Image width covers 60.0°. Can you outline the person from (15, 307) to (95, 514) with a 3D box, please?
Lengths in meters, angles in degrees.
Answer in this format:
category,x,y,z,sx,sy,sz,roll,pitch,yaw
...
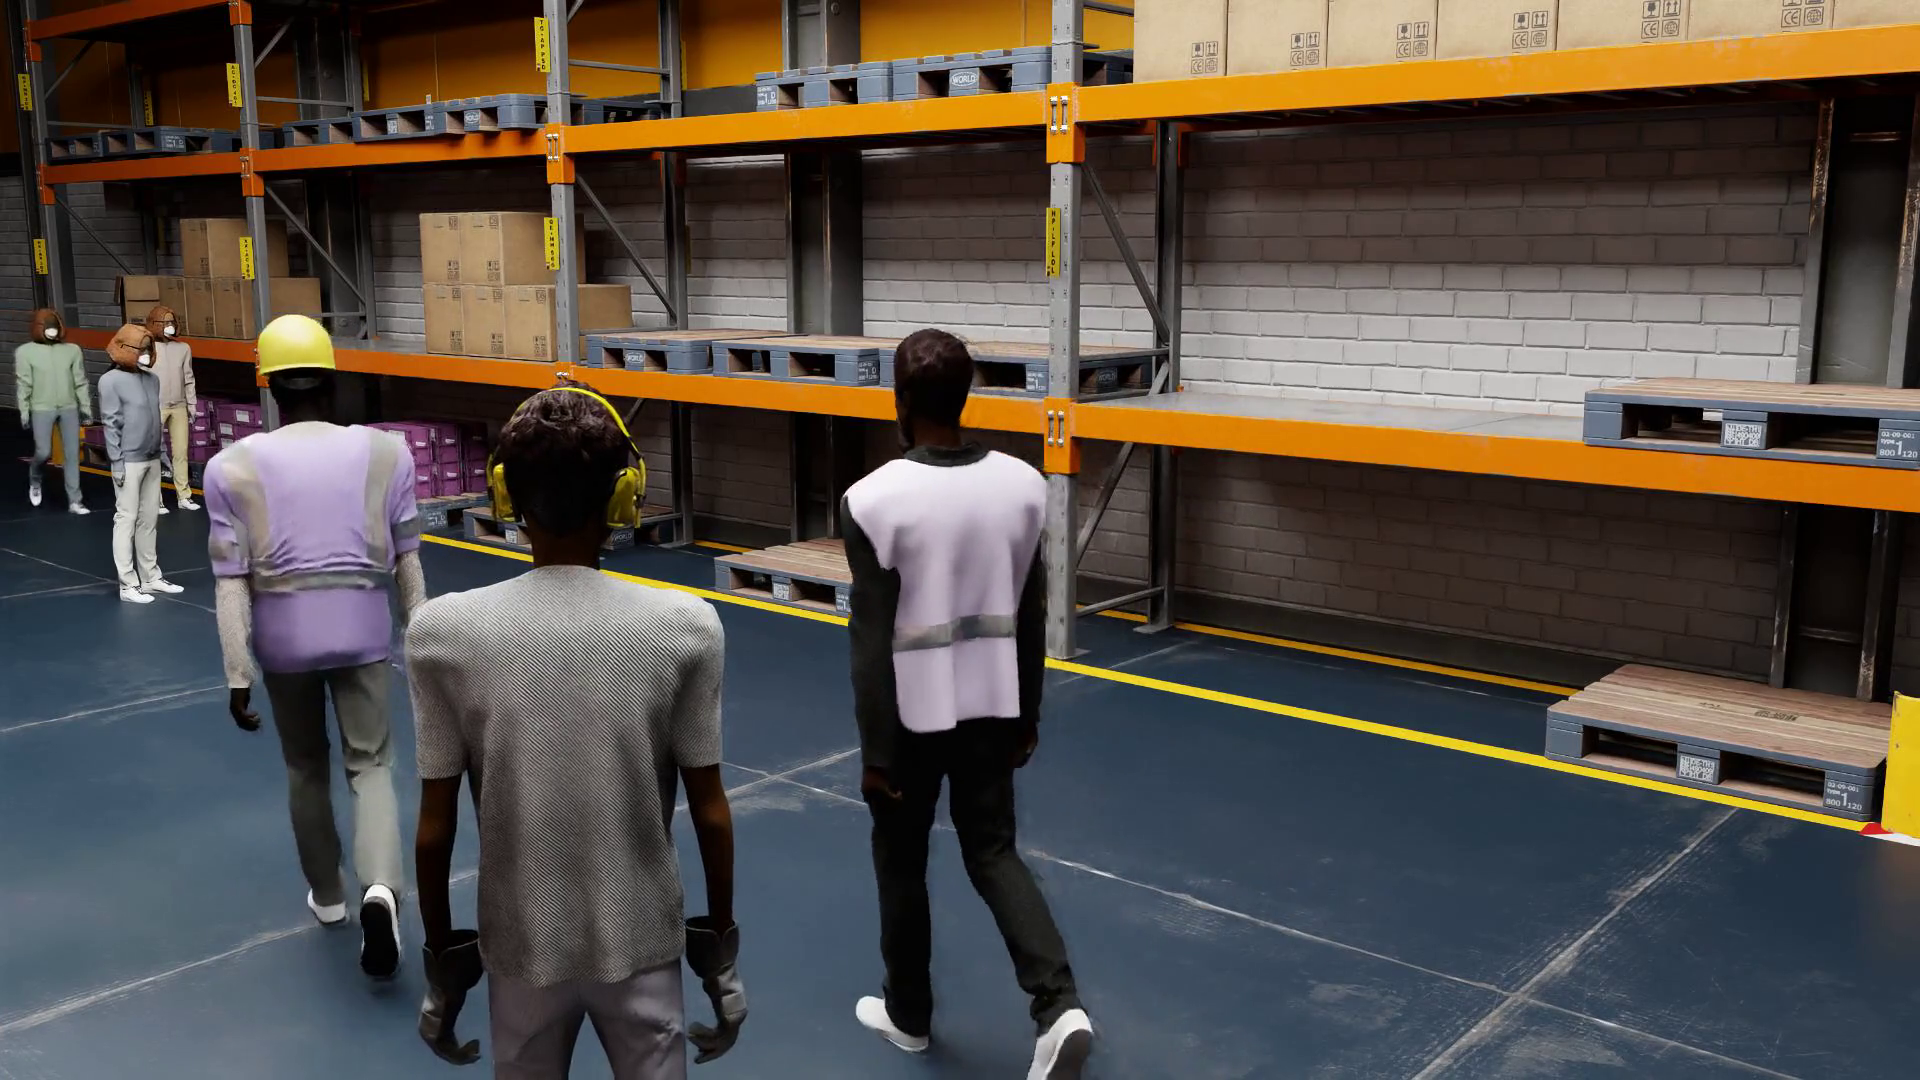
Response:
category,x,y,z,sx,sy,sz,roll,pitch,yaw
person,-7.094,-1.009,13.021,0.571,1.620,0.521,9,13,40

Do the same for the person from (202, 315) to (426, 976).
category,x,y,z,sx,sy,sz,roll,pitch,yaw
person,-1.837,0.296,4.819,0.591,1.887,0.841,-5,11,-24

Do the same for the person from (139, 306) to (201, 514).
category,x,y,z,sx,sy,sz,roll,pitch,yaw
person,-6.236,-1.021,13.078,0.277,1.629,0.496,7,12,34

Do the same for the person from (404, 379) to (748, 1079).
category,x,y,z,sx,sy,sz,roll,pitch,yaw
person,-0.612,0.680,2.696,0.523,1.870,0.317,-1,10,-7

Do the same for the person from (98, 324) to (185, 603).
category,x,y,z,sx,sy,sz,roll,pitch,yaw
person,-4.850,-0.455,9.833,0.283,1.633,0.498,1,10,8

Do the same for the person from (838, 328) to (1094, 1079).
category,x,y,z,sx,sy,sz,roll,pitch,yaw
person,0.011,0.435,4.063,0.591,1.893,0.824,-6,12,-32
